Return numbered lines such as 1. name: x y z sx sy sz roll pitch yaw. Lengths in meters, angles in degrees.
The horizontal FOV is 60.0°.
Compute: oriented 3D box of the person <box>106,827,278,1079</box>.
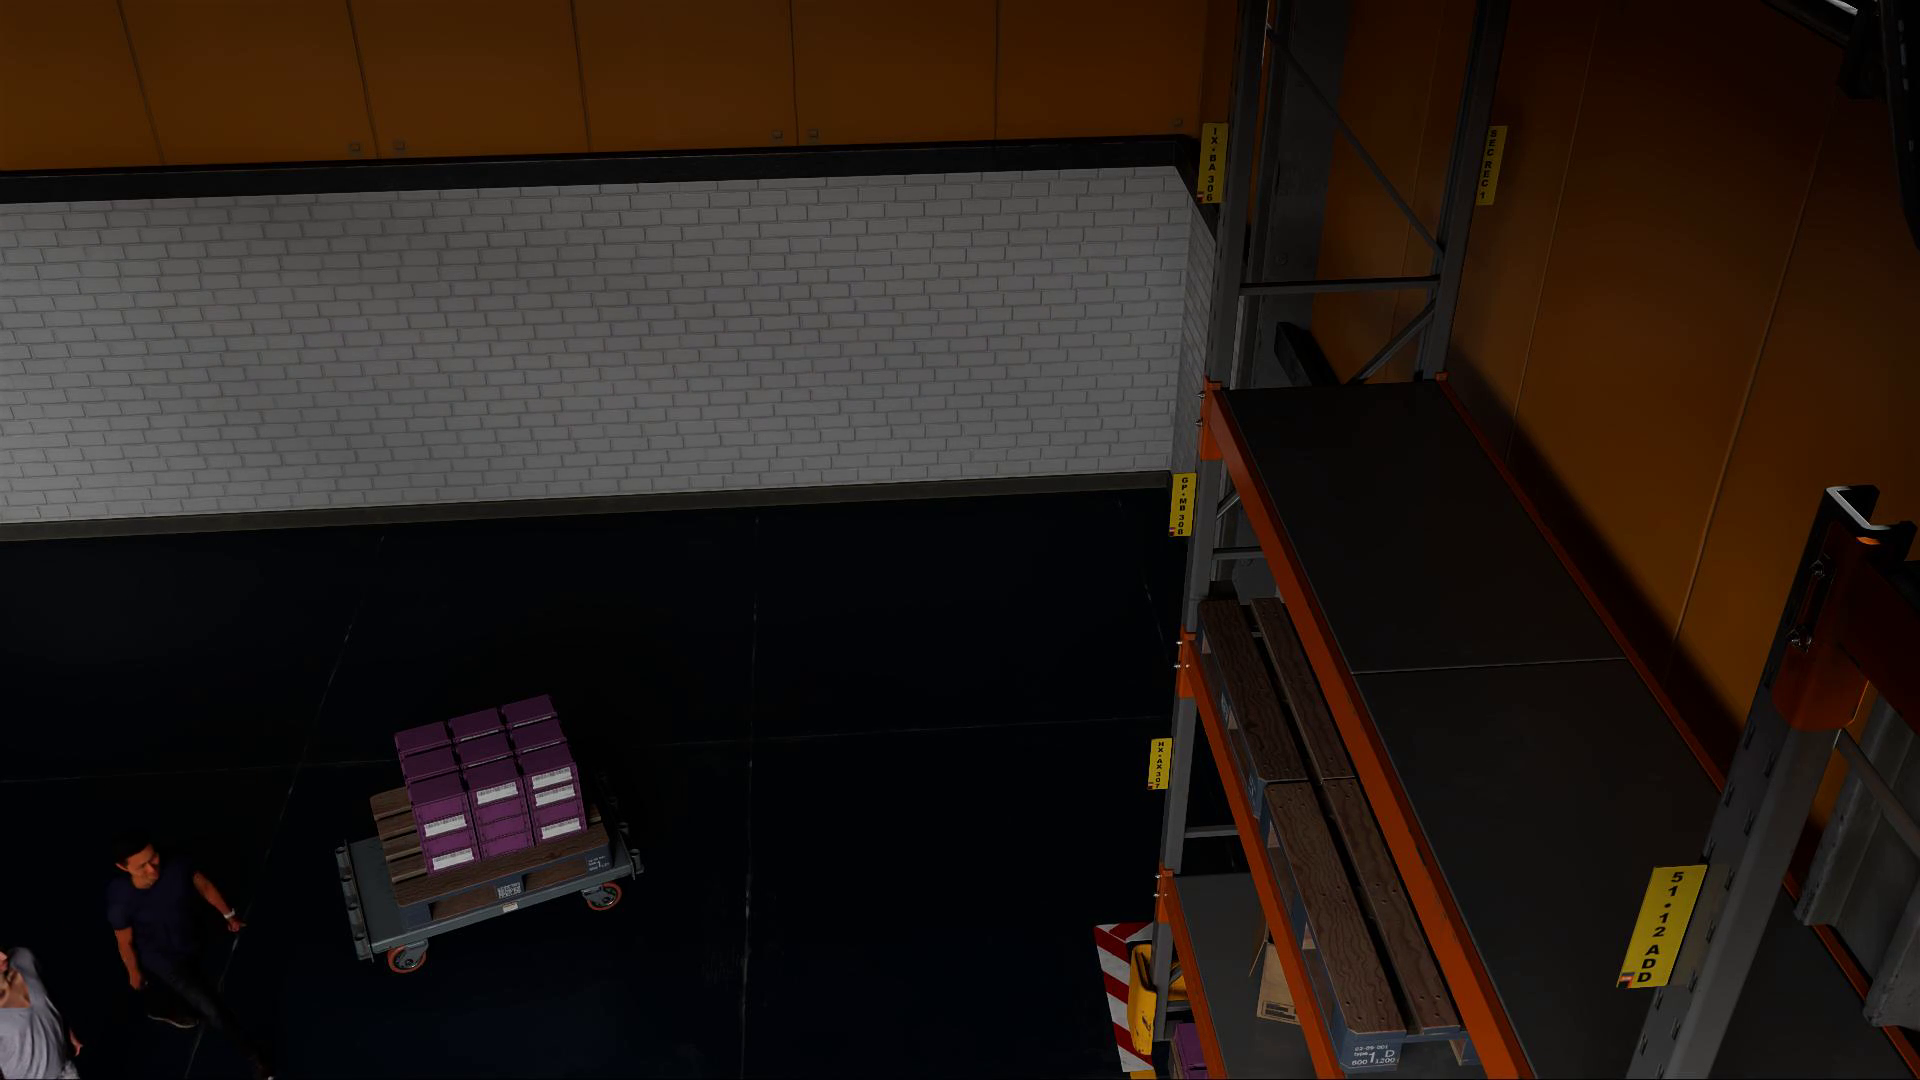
1. person: -4.136 2.086 8.648 1.202 1.737 1.238 15 36 21
